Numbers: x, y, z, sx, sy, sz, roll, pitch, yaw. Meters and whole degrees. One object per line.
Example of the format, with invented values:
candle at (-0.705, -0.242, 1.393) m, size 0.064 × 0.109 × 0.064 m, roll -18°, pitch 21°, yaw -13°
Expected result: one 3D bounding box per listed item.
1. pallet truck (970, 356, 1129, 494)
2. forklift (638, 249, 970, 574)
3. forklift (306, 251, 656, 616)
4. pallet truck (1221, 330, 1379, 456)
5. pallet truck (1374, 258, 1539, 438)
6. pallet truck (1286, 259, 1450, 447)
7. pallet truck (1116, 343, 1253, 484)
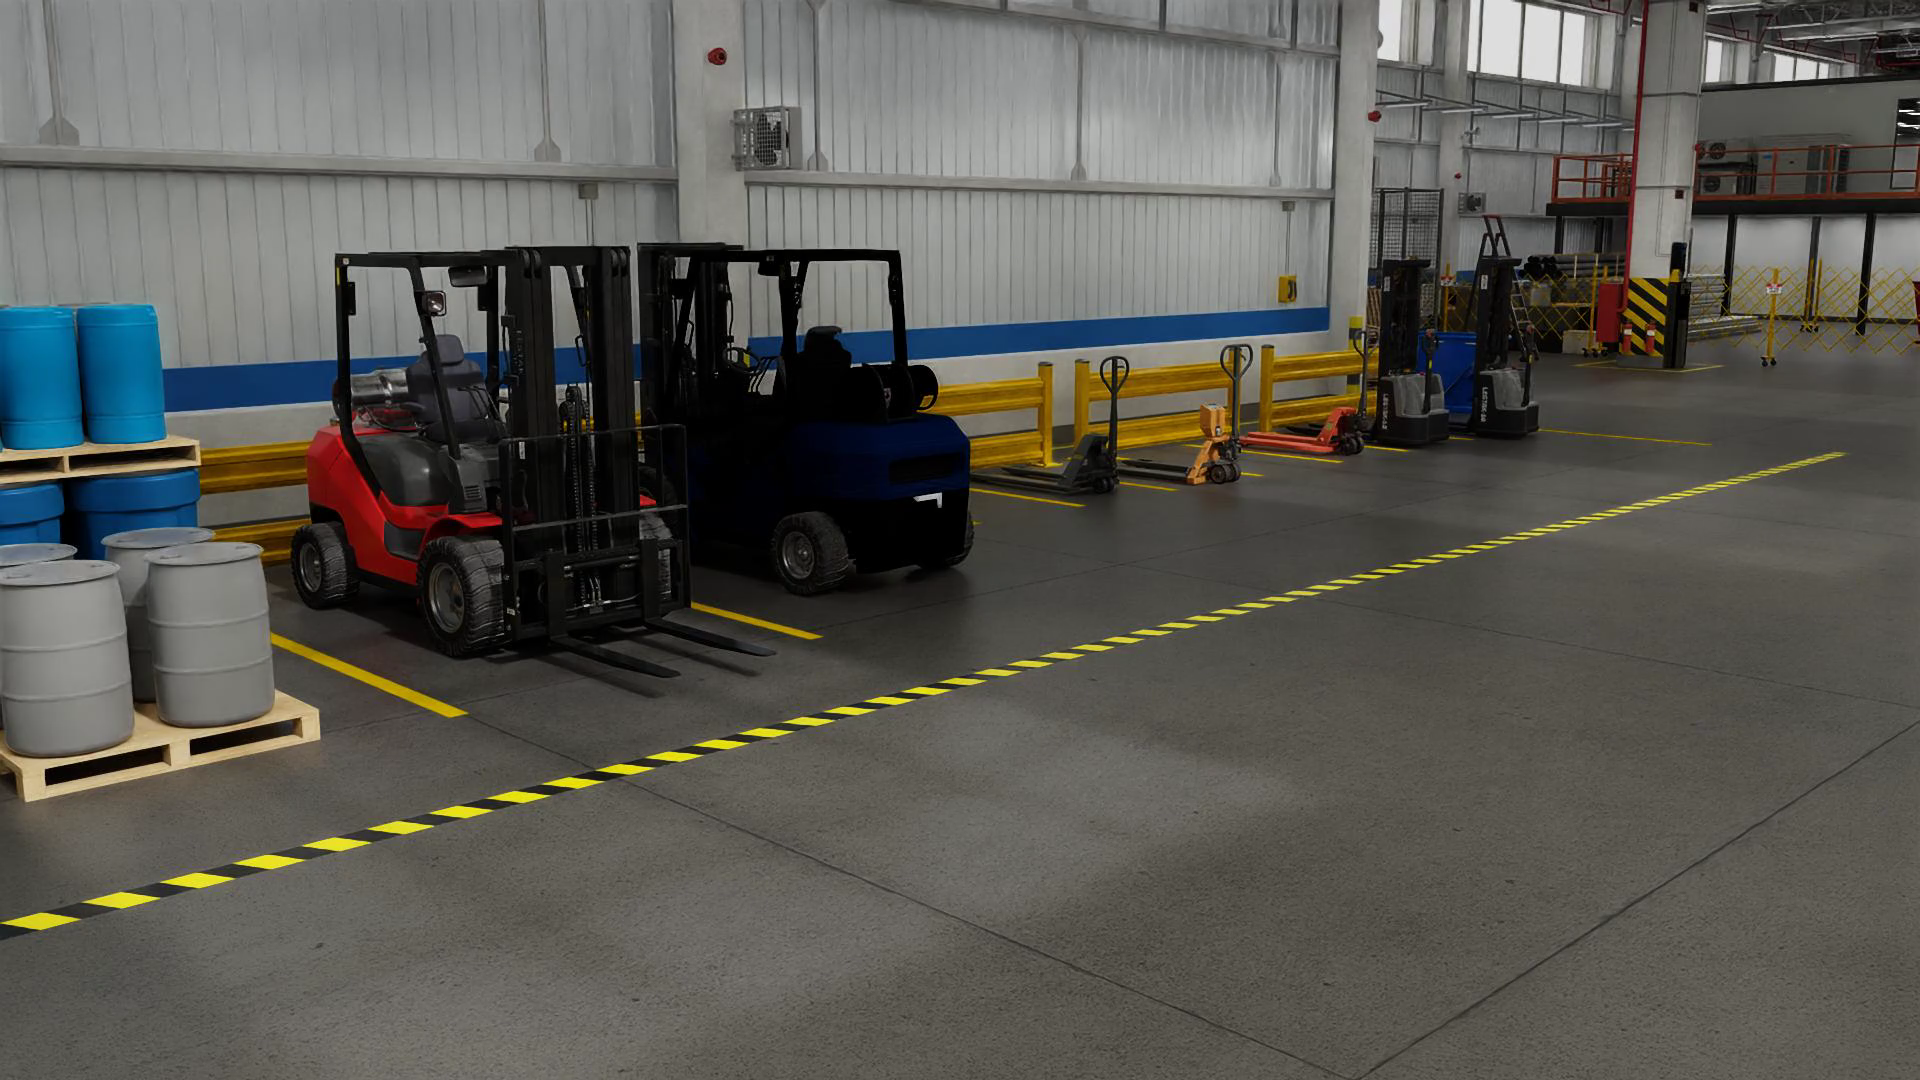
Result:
pallet truck at (0.784, -1.085, 14.876) m, size 0.680 × 1.201 × 1.601 m, roll -10°, pitch 14°, yaw -44°
forklift at (-1.173, -0.958, 11.239) m, size 2.680 × 1.987 × 1.157 m, roll 10°, pitch 14°, yaw 43°
forklift at (-2.833, -0.669, 9.694) m, size 1.157 × 1.987 × 2.680 m, roll -10°, pitch 14°, yaw -44°
pallet truck at (3.563, -1.581, 17.381) m, size 0.653 × 1.274 × 1.630 m, roll -10°, pitch 14°, yaw -44°
pallet truck at (5.704, -2.208, 18.901) m, size 1.885 × 1.965 × 0.823 m, roll 10°, pitch 14°, yaw 43°
pallet truck at (4.493, -2.078, 18.196) m, size 0.823 × 1.965 × 1.885 m, roll -9°, pitch 14°, yaw -40°
pallet truck at (1.962, -1.215, 15.415) m, size 1.522 × 1.261 × 0.704 m, roll 10°, pitch 14°, yaw 43°
